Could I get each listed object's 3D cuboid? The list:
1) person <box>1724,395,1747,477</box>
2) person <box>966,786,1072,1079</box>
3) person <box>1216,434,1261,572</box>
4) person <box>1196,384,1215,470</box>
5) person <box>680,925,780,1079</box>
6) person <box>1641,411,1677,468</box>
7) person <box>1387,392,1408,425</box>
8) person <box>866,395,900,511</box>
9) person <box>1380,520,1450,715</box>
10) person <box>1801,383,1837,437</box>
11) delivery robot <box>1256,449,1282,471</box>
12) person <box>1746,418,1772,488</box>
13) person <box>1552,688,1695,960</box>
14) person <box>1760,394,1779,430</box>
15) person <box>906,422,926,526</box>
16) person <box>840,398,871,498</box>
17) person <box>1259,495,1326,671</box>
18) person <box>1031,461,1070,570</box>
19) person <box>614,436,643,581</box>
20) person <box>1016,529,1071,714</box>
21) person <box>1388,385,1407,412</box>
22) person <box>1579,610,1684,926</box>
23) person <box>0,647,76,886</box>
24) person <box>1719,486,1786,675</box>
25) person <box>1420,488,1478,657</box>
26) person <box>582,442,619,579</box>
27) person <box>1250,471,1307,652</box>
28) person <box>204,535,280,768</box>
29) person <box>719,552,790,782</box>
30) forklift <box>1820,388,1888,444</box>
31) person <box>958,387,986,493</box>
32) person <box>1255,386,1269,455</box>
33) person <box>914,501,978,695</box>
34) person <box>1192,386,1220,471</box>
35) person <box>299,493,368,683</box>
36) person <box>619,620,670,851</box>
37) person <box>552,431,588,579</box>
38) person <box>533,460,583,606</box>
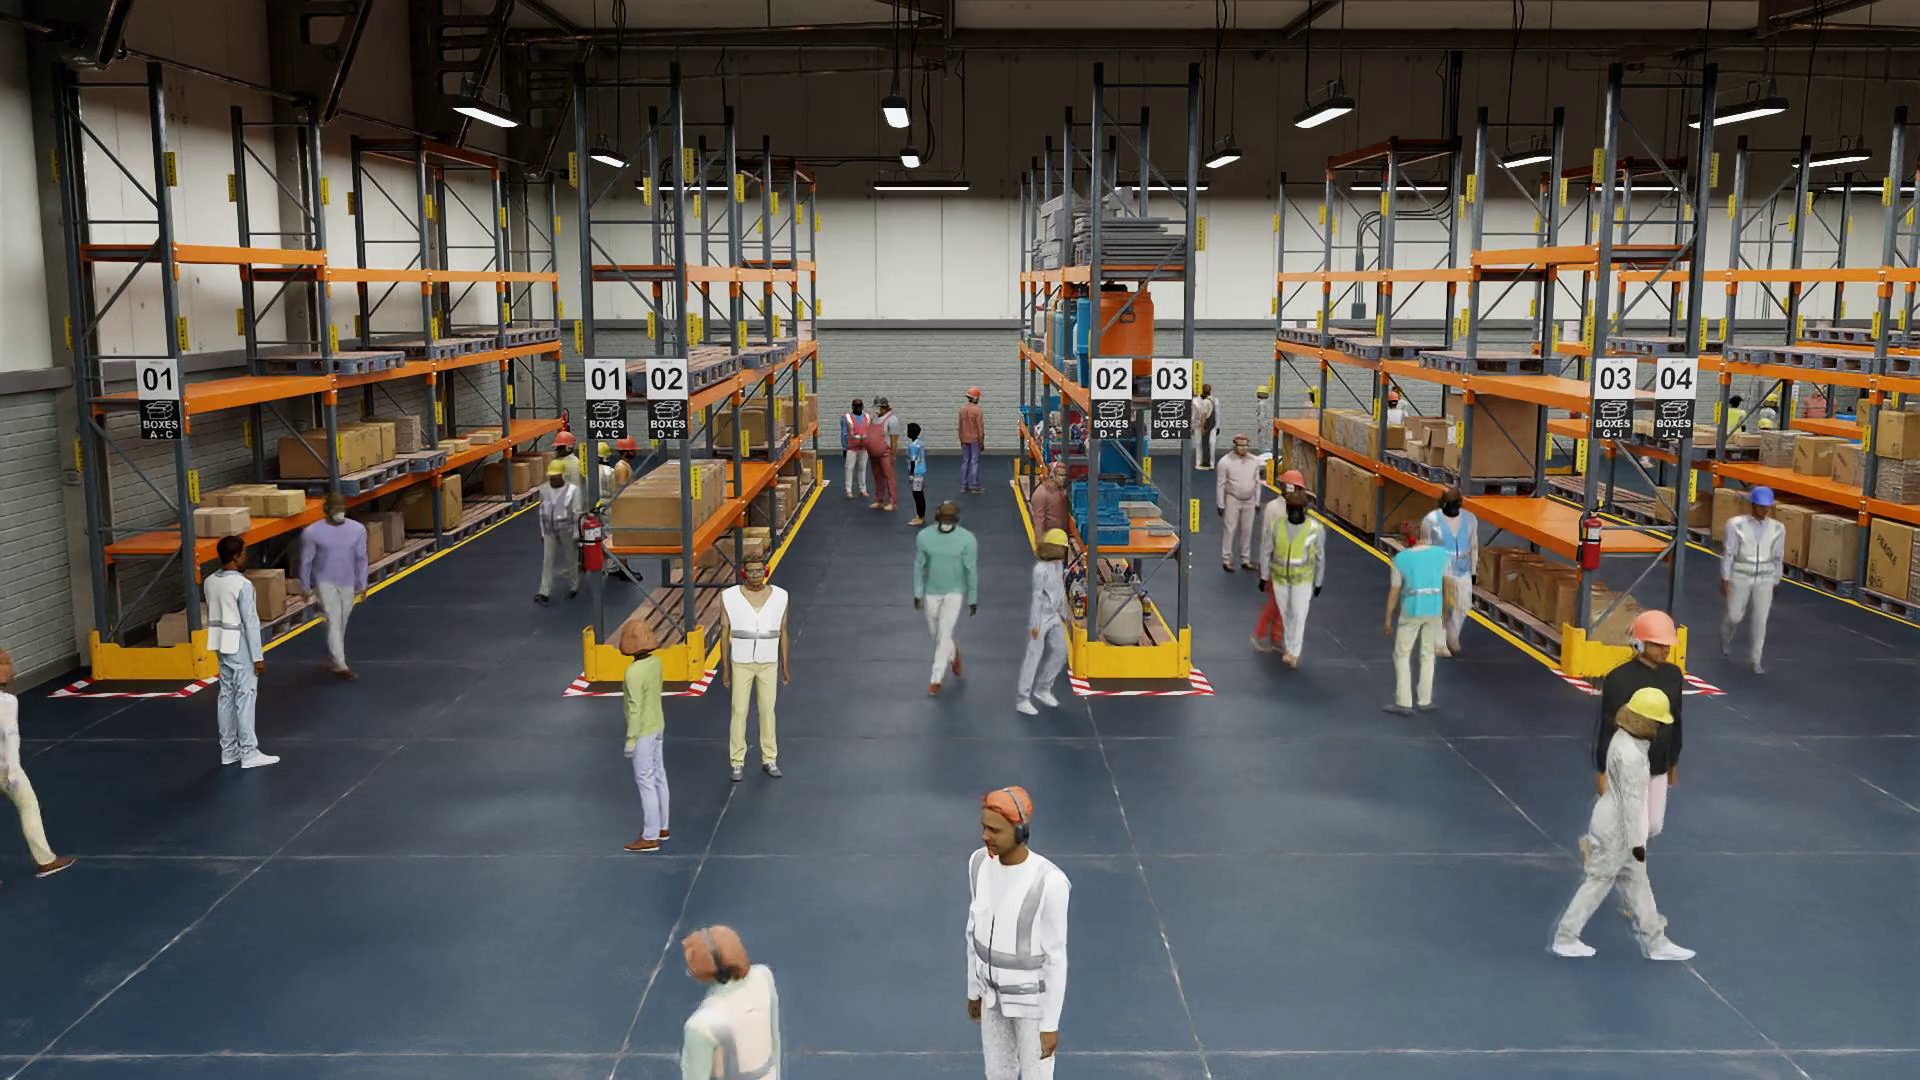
[{"bbox_3d":[15.759,-2.126,33.973,0.550,1.665,0.500,5,10,28],"label":"person"},{"bbox_3d":[0.232,1.958,7.081,0.353,1.879,0.574,-8,12,-42],"label":"person"},{"bbox_3d":[3.848,-0.511,22.899,0.654,1.901,0.408,-3,9,-16],"label":"person"},{"bbox_3d":[5.210,-2.385,35.145,0.348,1.839,0.504,5,10,28],"label":"person"},{"bbox_3d":[-0.848,2.216,6.267,0.347,1.616,0.598,6,10,32],"label":"person"},{"bbox_3d":[15.054,-2.413,35.488,0.997,1.787,0.627,3,9,20],"label":"person"},{"bbox_3d":[8.094,-1.812,31.179,0.547,1.929,0.386,0,9,3],"label":"person"},{"bbox_3d":[-1.390,-1.533,29.004,0.535,2.000,0.679,-8,12,-41],"label":"person"},{"bbox_3d":[4.204,0.718,15.283,0.679,1.809,0.383,-2,9,-11],"label":"person"},{"bbox_3d":[17.882,-2.348,34.681,0.645,1.907,0.400,8,12,40],"label":"person"},{"bbox_3d":[6.310,-1.609,33.956,0.707,0.478,0.477,-4,10,-23],"label":"delivery robot"},{"bbox_3d":[12.851,-1.049,26.686,0.599,1.795,0.602,0,9,0],"label":"person"},{"bbox_3d":[3.856,1.652,9.627,0.781,1.682,0.566,3,9,21],"label":"person"},{"bbox_3d":[16.322,-2.091,33.590,0.325,1.732,0.489,-1,9,-3],"label":"person"},{"bbox_3d":[-0.718,-1.079,27.218,0.322,1.691,0.533,1,9,9],"label":"person"},{"bbox_3d":[-1.886,-1.689,30.648,0.622,1.845,0.430,-4,10,-25],"label":"person"},{"bbox_3d":[3.421,0.426,17.203,0.628,1.786,0.991,4,10,26],"label":"person"},{"bbox_3d":[1.093,0.026,19.459,0.400,1.898,0.650,6,11,34],"label":"person"},{"bbox_3d":[-4.435,-0.422,22.188,0.360,1.939,0.543,-2,9,-13],"label":"person"},{"bbox_3d":[0.791,0.740,15.430,0.477,1.713,0.535,5,10,29],"label":"person"},{"bbox_3d":[9.007,-2.268,34.340,0.335,1.861,0.497,-7,11,-37],"label":"person"},{"bbox_3d":[4.231,1.379,10.511,0.633,1.969,0.761,-4,10,-23],"label":"person"},{"bbox_3d":[-6.286,1.485,10.984,0.517,1.603,0.755,3,9,18],"label":"person"},{"bbox_3d":[8.106,0.380,17.056,0.617,1.924,0.675,2,9,11],"label":"person"},{"bbox_3d":[5.180,0.344,17.633,0.645,1.822,0.452,0,9,-3],"label":"person"},{"bbox_3d":[-4.796,-0.397,22.361,0.586,1.835,0.403,4,10,24],"label":"person"},{"bbox_3d":[3.448,0.241,17.888,0.414,1.969,0.657,7,12,40],"label":"person"},{"bbox_3d":[-5.940,0.914,13.647,0.593,1.922,0.391,5,10,32],"label":"person"},{"bbox_3d":[-1.645,0.998,13.341,0.563,1.847,0.388,-3,9,-18],"label":"person"},{"bbox_3d":[20.072,-3.110,36.462,1.873,2.768,1.129,0,9,0],"label":"forklift"},{"bbox_3d":[0.241,-1.881,31.388,0.396,1.992,0.623,-8,12,-43],"label":"person"},{"bbox_3d":[6.513,-2.469,35.980,0.308,1.742,0.494,3,9,20],"label":"person"},{"bbox_3d":[-0.118,0.523,16.306,0.656,1.892,0.883,3,9,20],"label":"person"},{"bbox_3d":[5.170,-2.361,35.151,0.650,1.803,0.730,0,9,2],"label":"person"},{"bbox_3d":[-6.321,0.449,16.777,0.631,1.899,0.939,-7,11,-37],"label":"person"},{"bbox_3d":[-2.223,1.364,11.671,0.280,1.632,0.501,2,9,12],"label":"person"},{"bbox_3d":[-5.249,-0.471,22.360,0.408,1.986,0.620,-5,10,-28],"label":"person"},{"bbox_3d":[-4.955,-0.084,20.484,0.623,1.781,0.912,2,9,12],"label":"person"}]
